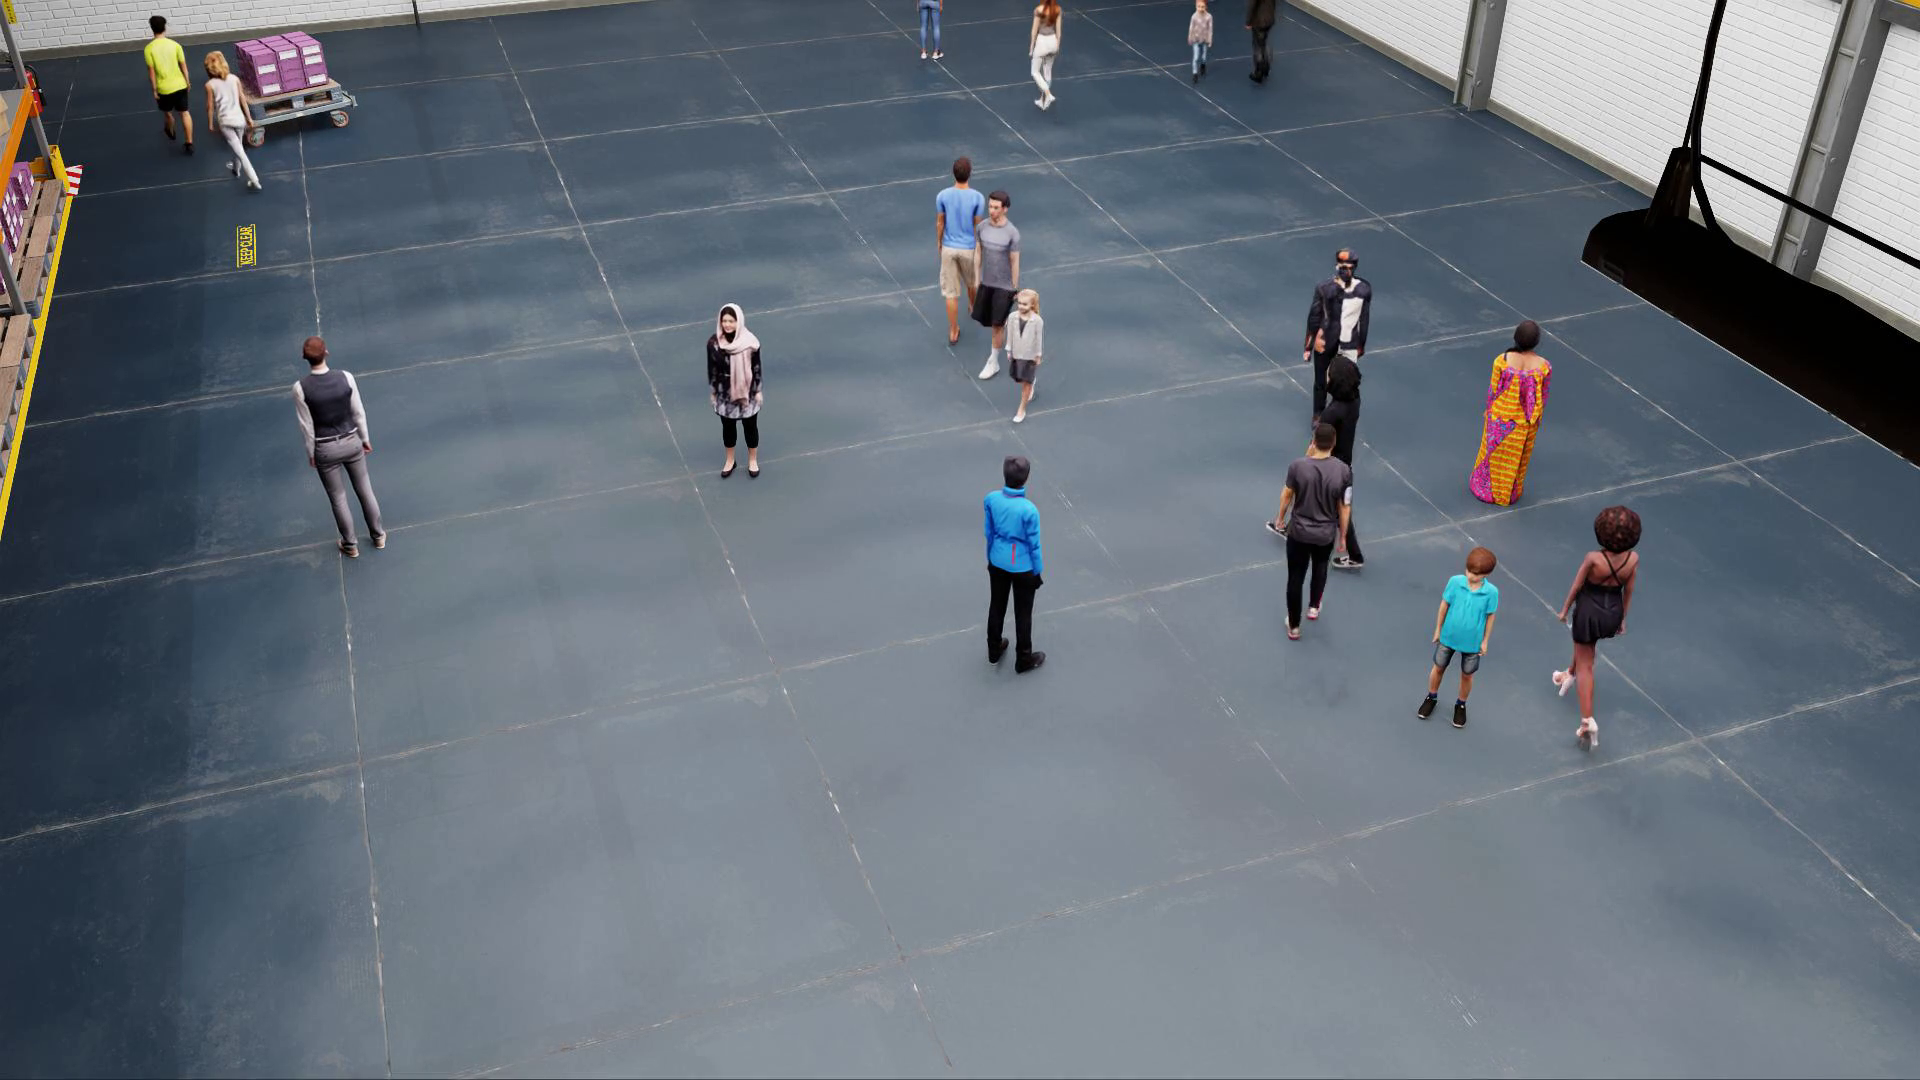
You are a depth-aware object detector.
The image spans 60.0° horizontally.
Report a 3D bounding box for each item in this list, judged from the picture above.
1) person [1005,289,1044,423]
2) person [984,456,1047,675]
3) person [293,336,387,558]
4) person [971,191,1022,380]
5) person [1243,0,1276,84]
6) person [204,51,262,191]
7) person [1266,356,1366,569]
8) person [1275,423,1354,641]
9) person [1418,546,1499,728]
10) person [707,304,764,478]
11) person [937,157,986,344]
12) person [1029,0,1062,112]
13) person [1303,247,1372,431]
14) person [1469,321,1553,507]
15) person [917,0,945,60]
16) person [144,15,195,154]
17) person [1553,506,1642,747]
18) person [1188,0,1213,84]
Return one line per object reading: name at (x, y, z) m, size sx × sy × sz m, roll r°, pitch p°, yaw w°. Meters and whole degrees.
person at (0.628, -1.754, 15.466) m, size 0.804 × 1.260 × 0.854 m, roll 15°, pitch 37°, yaw 22°
person at (0.375, 0.180, 12.066) m, size 0.672 × 1.802 × 0.757 m, roll 19°, pitch 38°, yaw 26°
person at (-4.997, -0.755, 13.350) m, size 0.705 × 1.938 × 0.623 m, roll -19°, pitch 38°, yaw -26°
person at (0.430, -2.495, 16.051) m, size 1.024 × 1.848 × 1.014 m, roll 22°, pitch 40°, yaw 30°
person at (4.267, -7.311, 23.351) m, size 0.806 × 1.786 × 0.796 m, roll -24°, pitch 40°, yaw -31°
person at (-8.745, -5.009, 20.031) m, size 1.151 × 1.627 × 0.952 m, roll 25°, pitch 41°, yaw 33°
person at (3.024, -0.567, 13.198) m, size 1.228 × 1.793 × 1.083 m, roll 21°, pitch 39°, yaw 28°
person at (2.619, -0.007, 12.403) m, size 0.819 × 1.742 × 0.878 m, roll 1°, pitch 34°, yaw 2°
person at (3.530, 0.651, 11.678) m, size 0.595 × 1.448 × 0.654 m, roll 14°, pitch 36°, yaw 21°
person at (-1.940, -1.309, 14.455) m, size 0.717 × 1.637 × 0.733 m, roll 0°, pitch 34°, yaw 0°
person at (-0.013, -2.855, 16.610) m, size 0.988 × 1.827 × 1.248 m, roll 3°, pitch 34°, yaw 4°
person at (1.173, -6.582, 22.321) m, size 0.654 × 1.712 × 0.847 m, roll -15°, pitch 37°, yaw -22°
person at (3.379, -1.782, 14.972) m, size 1.026 × 1.854 × 1.197 m, roll 4°, pitch 34°, yaw 6°
person at (4.692, -1.111, 14.117) m, size 0.780 × 1.683 × 0.827 m, roll 10°, pitch 35°, yaw 14°
person at (-0.451, -7.880, 24.361) m, size 0.710 × 1.617 × 0.750 m, roll 8°, pitch 34°, yaw 12°
person at (-9.980, -5.739, 21.094) m, size 0.783 × 1.668 × 1.092 m, roll -21°, pitch 39°, yaw -28°
person at (4.402, 0.616, 11.461) m, size 0.769 × 1.747 × 1.132 m, roll -2°, pitch 34°, yaw -3°
person at (3.421, -7.106, 23.583) m, size 0.676 × 1.187 × 0.772 m, roll 8°, pitch 34°, yaw 11°
